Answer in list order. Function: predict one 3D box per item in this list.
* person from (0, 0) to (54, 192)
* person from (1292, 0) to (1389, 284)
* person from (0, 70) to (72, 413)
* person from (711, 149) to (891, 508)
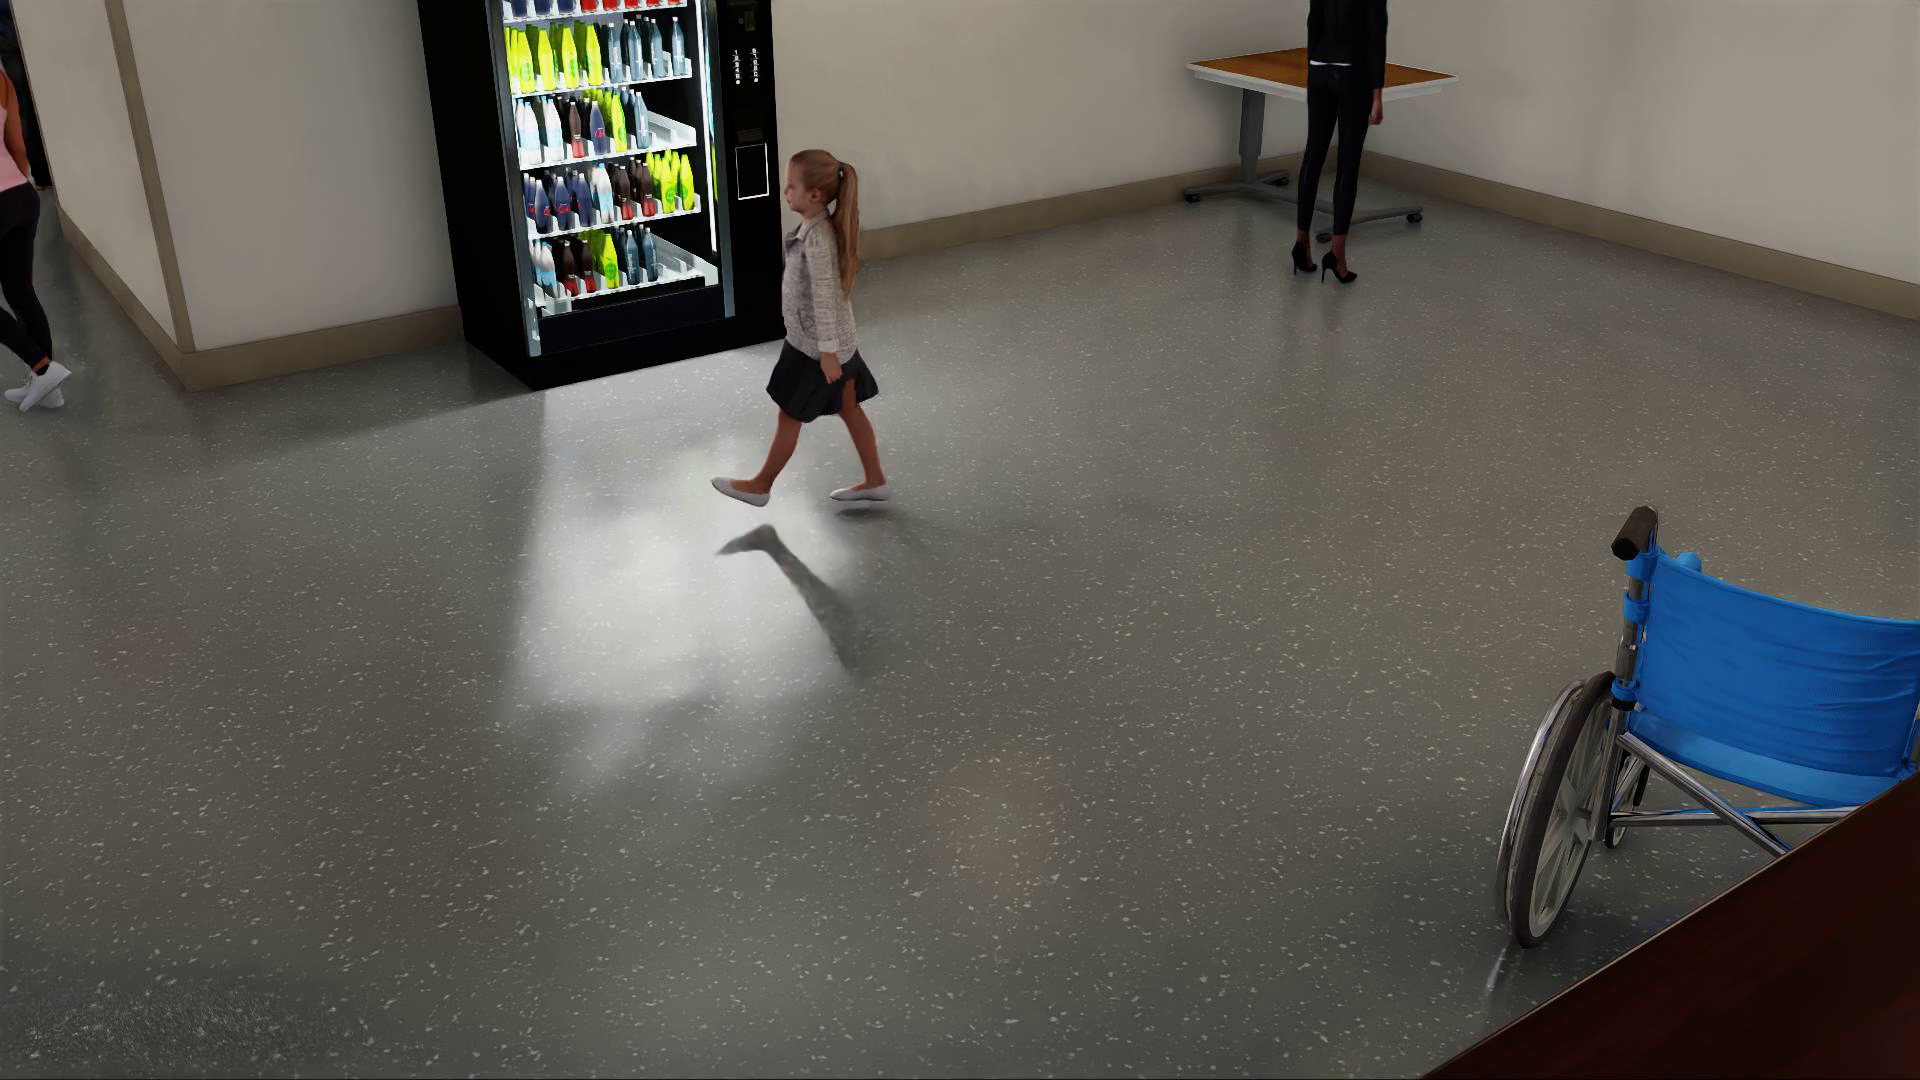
[{"bbox_3d":[-5.486,-2.939,9.715,0.938,1.790,0.969,0,26,-1],"label":"person"},{"bbox_3d":[1.849,-2.182,8.094,0.518,1.834,0.610,-18,31,-32],"label":"person"},{"bbox_3d":[-3.670,-1.271,6.426,0.797,1.642,0.734,7,27,15],"label":"person"},{"bbox_3d":[-0.406,-0.678,5.642,0.917,1.248,0.796,0,26,-1],"label":"person"}]
